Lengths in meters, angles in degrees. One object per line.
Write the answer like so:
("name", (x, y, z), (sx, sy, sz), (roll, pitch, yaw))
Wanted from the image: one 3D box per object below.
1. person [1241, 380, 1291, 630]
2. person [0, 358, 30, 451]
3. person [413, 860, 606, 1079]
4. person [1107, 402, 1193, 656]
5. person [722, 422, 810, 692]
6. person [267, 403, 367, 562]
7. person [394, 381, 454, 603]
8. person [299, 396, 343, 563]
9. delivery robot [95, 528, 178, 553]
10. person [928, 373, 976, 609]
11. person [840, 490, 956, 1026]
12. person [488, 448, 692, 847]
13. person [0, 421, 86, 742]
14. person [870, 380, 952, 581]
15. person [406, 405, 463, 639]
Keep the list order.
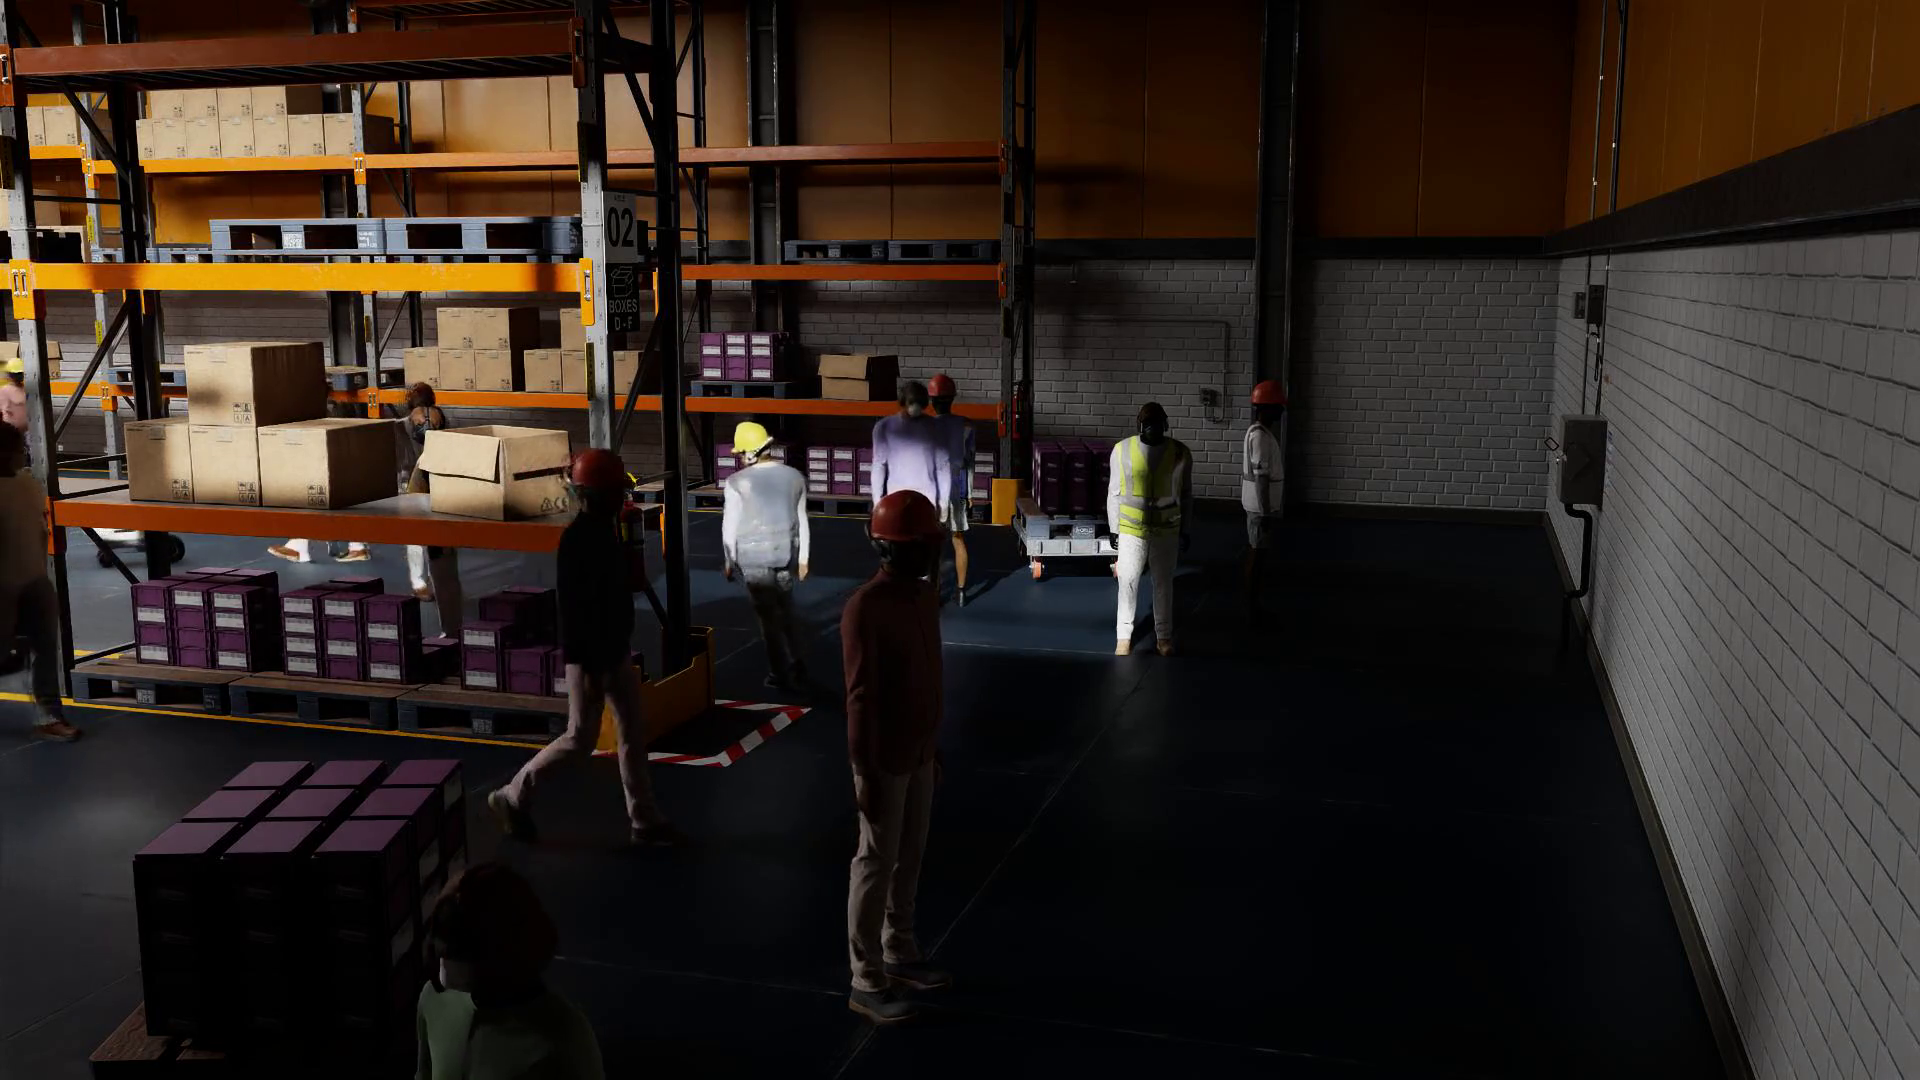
("person", (2.374, -0.274, 12.961), (0.355, 1.938, 0.545), (1, 9, 7))
("person", (-11.019, -1.270, 19.598), (0.587, 1.745, 0.539), (3, 10, 20))
("person", (-0.935, 1.449, 3.406), (0.518, 1.630, 0.295), (6, 11, 32))
("person", (1.374, -0.075, 12.037), (0.621, 1.845, 0.429), (0, 9, 1))
("person", (-1.304, 0.111, 11.033), (0.587, 1.800, 0.494), (-7, 11, -35))
("person", (-6.106, -0.675, 15.710), (0.945, 1.833, 0.647), (-4, 10, -25))
("person", (-4.427, -0.384, 13.837), (0.625, 1.862, 0.630), (-8, 12, -40))
("person", (-6.145, -0.721, 15.794), (0.664, 1.898, 0.557), (-6, 11, -32))
("delivery robot", (-7.796, -0.090, 15.757), (0.707, 0.478, 0.477), (-6, 11, -31))
("person", (-0.138, -0.399, 13.711), (0.545, 1.942, 0.349), (-4, 10, -25))
("person", (-0.219, 0.798, 6.262), (0.400, 1.992, 0.625), (4, 10, 25))
("person", (-1.799, 0.534, 7.970), (0.908, 1.969, 0.621), (1, 9, 7))
("person", (-5.652, 0.251, 9.819), (0.836, 1.918, 0.636), (3, 10, 17))
("person", (-0.386, -0.320, 13.286), (0.654, 1.920, 0.447), (-1, 9, -5))
("person", (-3.752, -0.050, 11.922), (0.429, 1.837, 0.628), (-3, 10, -16))
